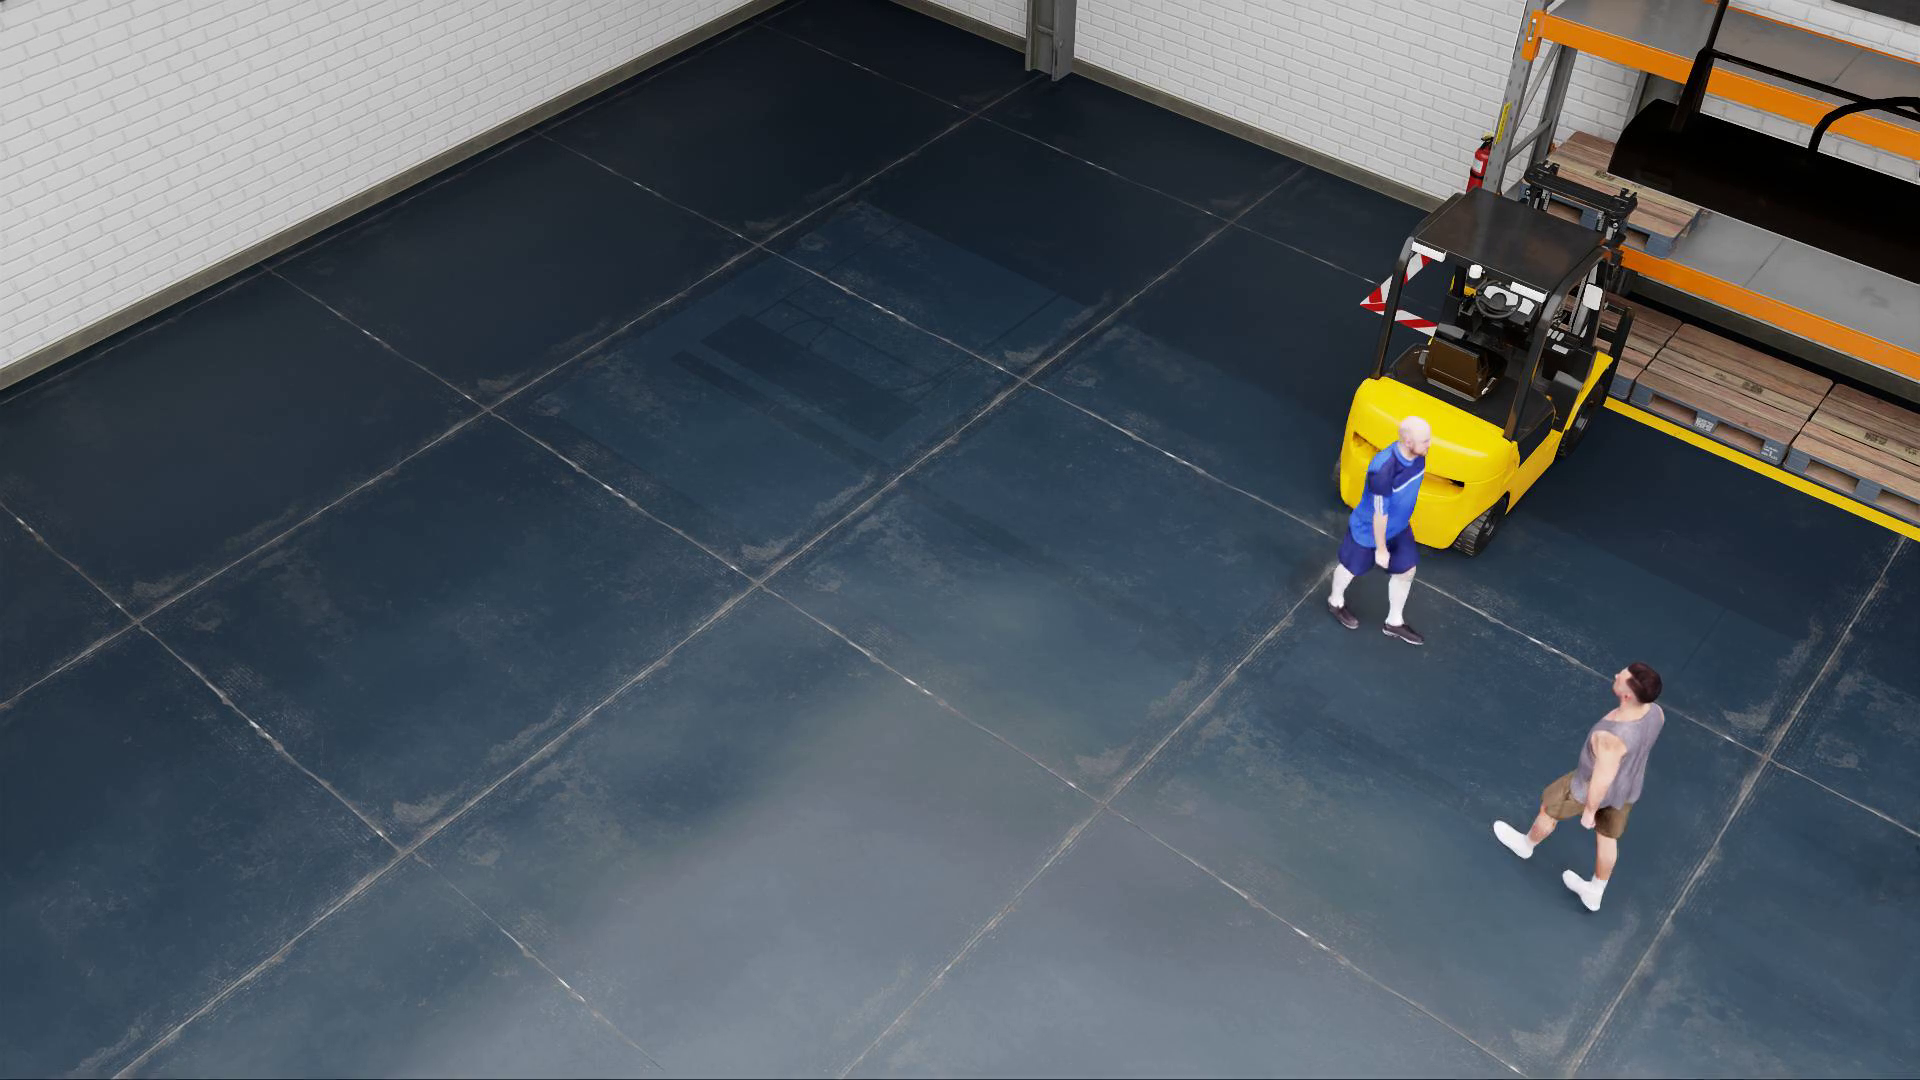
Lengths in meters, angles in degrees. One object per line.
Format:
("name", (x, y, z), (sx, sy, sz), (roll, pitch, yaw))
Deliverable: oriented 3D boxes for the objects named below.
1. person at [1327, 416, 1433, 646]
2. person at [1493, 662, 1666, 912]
("person", (2.658, -0.123, 10.795), (0.788, 1.811, 0.977), (-28, 50, -26))
("person", (3.611, 1.409, 9.124), (0.826, 1.820, 1.059), (-22, 48, -22))
